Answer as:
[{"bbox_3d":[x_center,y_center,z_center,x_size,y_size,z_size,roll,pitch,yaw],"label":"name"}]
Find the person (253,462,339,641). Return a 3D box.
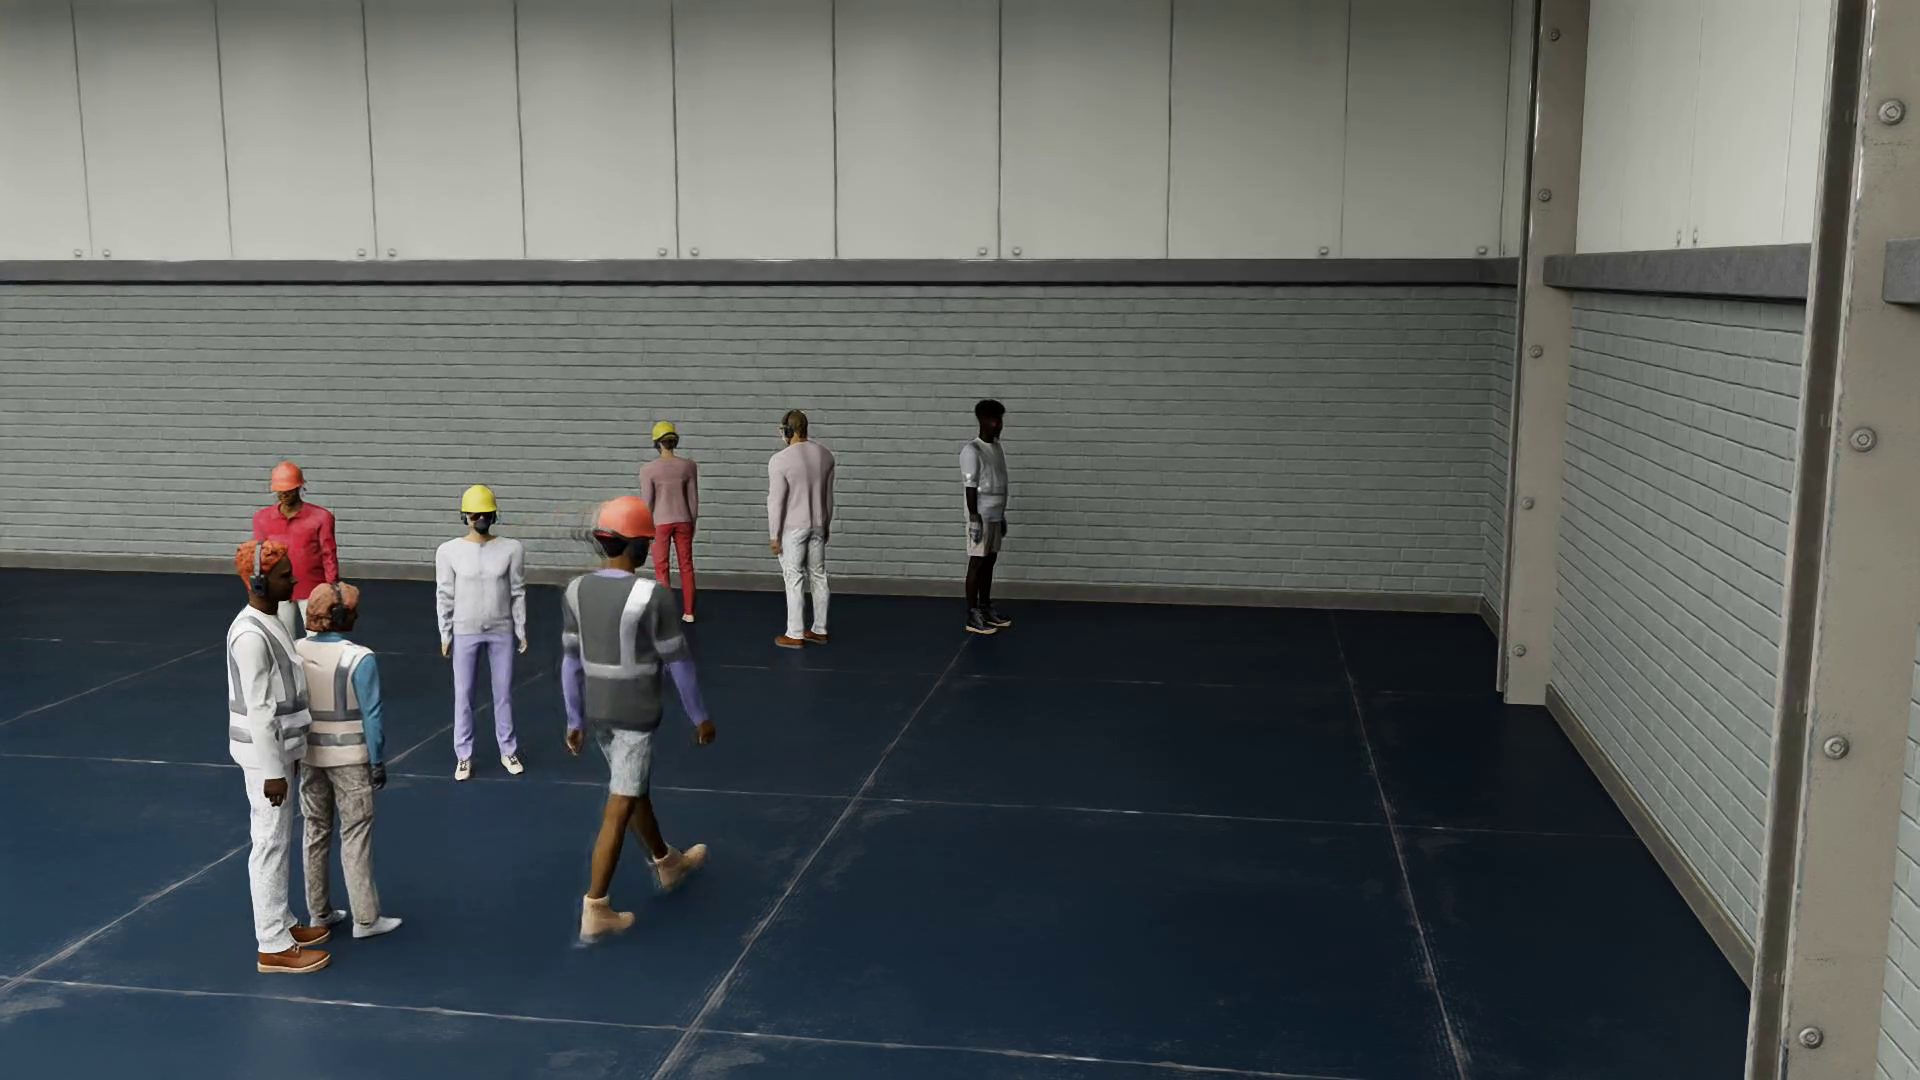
[{"bbox_3d":[-4.545,0.331,11.376,0.569,1.744,0.357,-1,9,-4],"label":"person"}]

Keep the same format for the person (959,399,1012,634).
[{"bbox_3d":[0.225,-0.210,14.017,0.367,1.966,0.605,4,10,25],"label":"person"}]

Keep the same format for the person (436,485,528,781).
[{"bbox_3d":[-2.849,0.549,9.949,0.526,1.772,0.307,-4,10,-24],"label":"person"}]

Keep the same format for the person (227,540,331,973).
[{"bbox_3d":[-2.978,0.932,7.237,0.355,1.883,0.574,-3,10,-18],"label":"person"}]

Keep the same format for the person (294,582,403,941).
[{"bbox_3d":[-2.827,1.003,7.555,0.515,1.636,0.315,4,10,22],"label":"person"}]

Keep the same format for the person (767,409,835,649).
[{"bbox_3d":[-1.283,-0.084,13.374,0.632,1.929,0.377,-9,13,-43],"label":"person"}]

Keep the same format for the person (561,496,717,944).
[{"bbox_3d":[-1.482,0.791,7.759,0.633,1.992,1.042,6,11,34],"label":"person"}]

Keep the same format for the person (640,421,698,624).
[{"bbox_3d":[-2.479,-0.134,14.177,0.523,1.765,0.316,-6,11,-33],"label":"person"}]
